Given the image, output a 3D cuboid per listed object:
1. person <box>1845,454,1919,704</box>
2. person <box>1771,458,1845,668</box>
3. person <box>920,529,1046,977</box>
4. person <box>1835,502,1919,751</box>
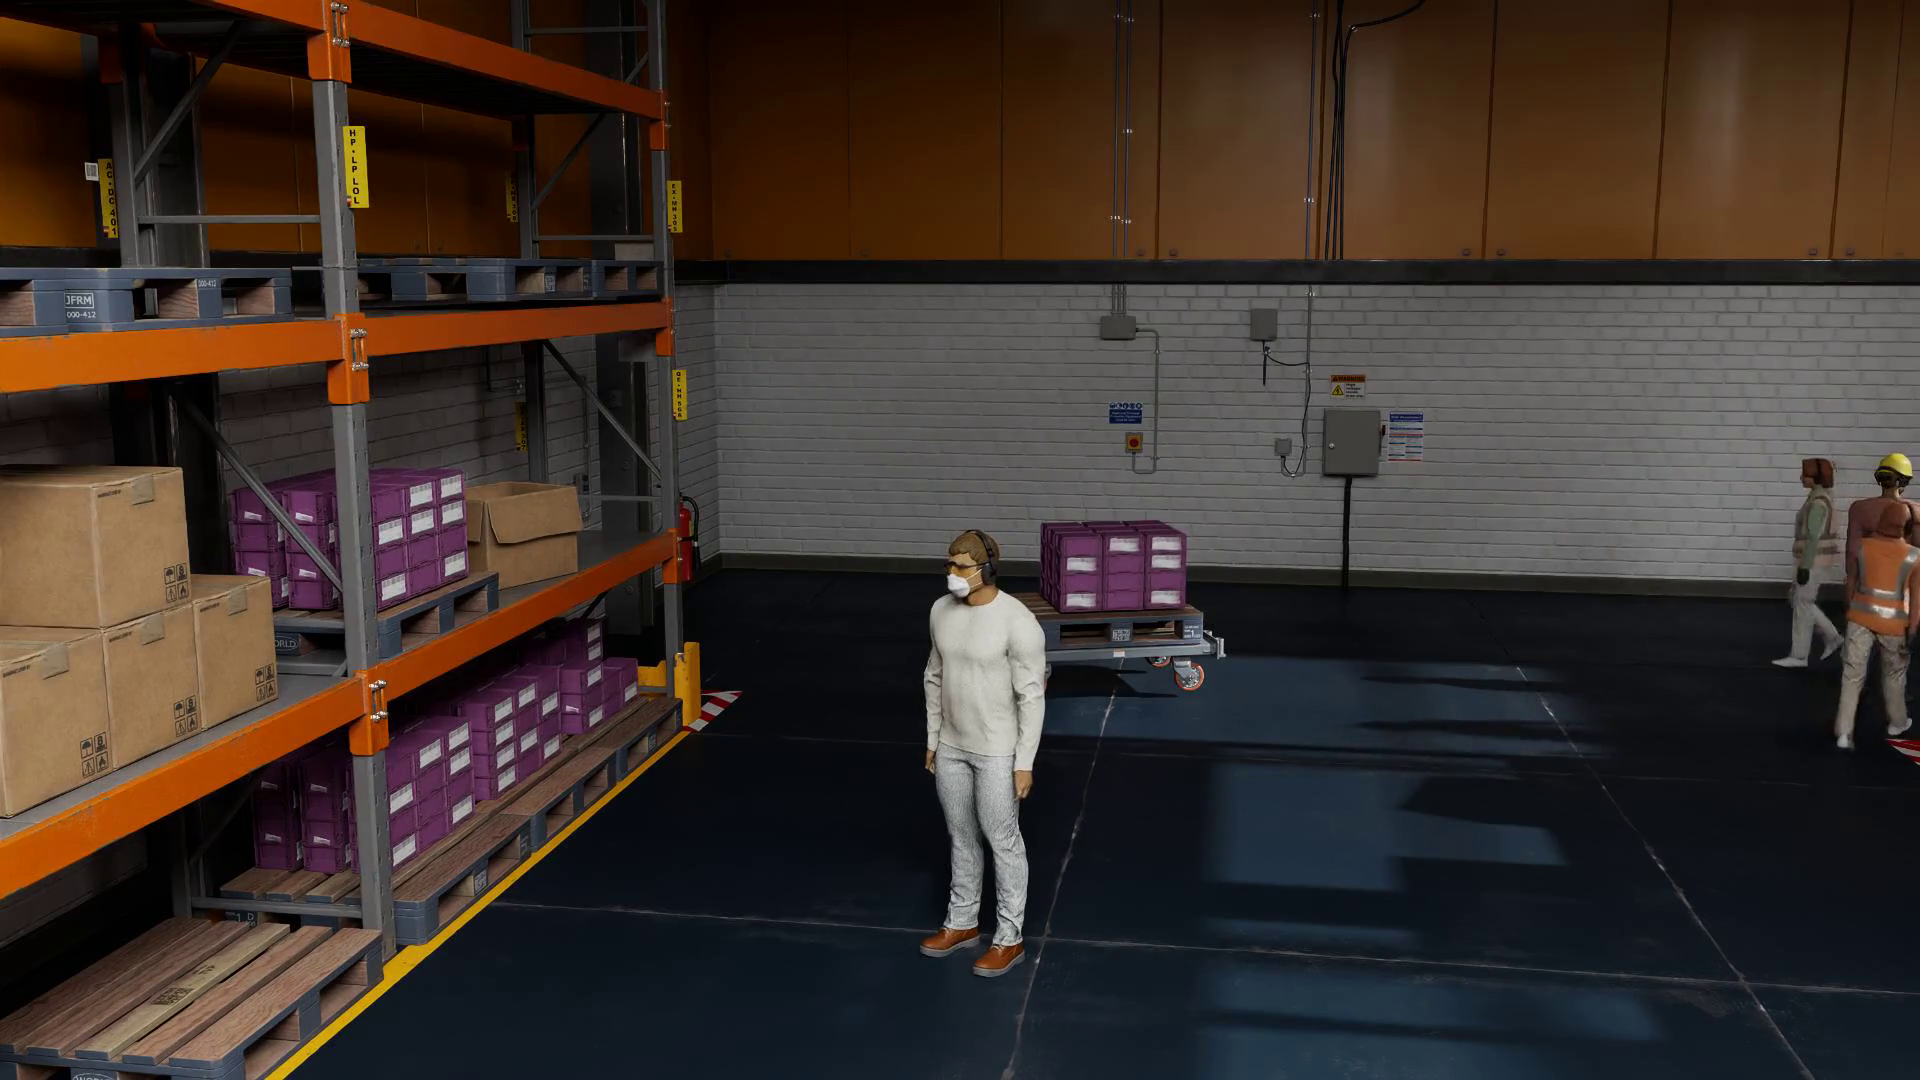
[{"bbox_3d":[6.492,0.275,11.668,0.523,1.760,0.327,8,12,40],"label":"person"},{"bbox_3d":[6.474,0.182,12.611,0.421,1.624,0.540,5,11,29],"label":"person"},{"bbox_3d":[0.087,0.909,7.206,0.635,1.937,0.352,9,13,43],"label":"person"},{"bbox_3d":[5.849,0.543,10.548,0.909,1.582,0.515,-9,13,-42],"label":"person"}]
